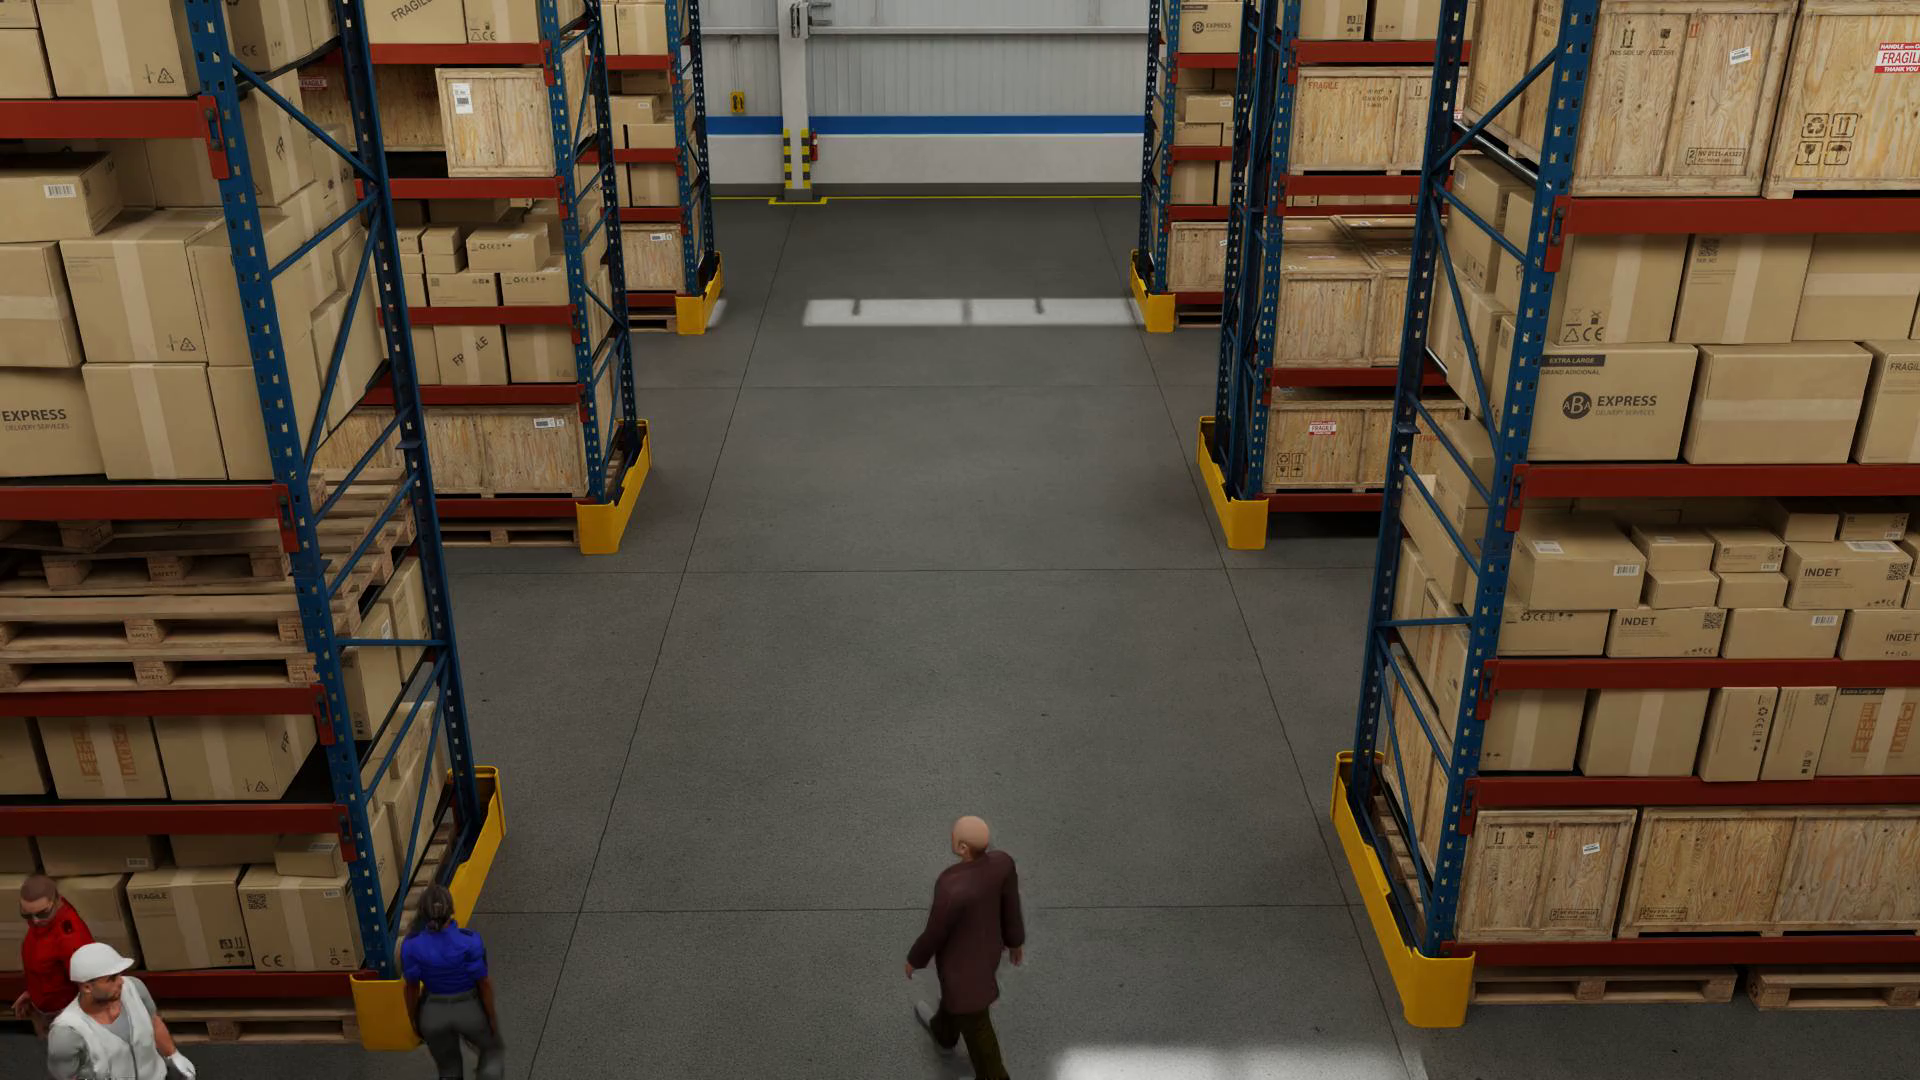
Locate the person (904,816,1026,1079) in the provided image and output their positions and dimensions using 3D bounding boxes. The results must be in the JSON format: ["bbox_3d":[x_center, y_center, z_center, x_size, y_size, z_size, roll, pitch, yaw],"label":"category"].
[{"bbox_3d":[-0.019,2.225,9.068,0.894,1.760,0.609,18,31,34],"label":"person"}]

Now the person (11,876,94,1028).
[{"bbox_3d":[-4.648,2.465,8.610,0.502,1.735,0.593,-16,29,-30],"label":"person"}]

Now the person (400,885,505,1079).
[{"bbox_3d":[-2.647,2.478,8.707,0.452,1.668,0.532,-3,25,-7],"label":"person"}]

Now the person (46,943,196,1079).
[{"bbox_3d":[-3.995,2.699,8.041,0.452,1.794,0.648,13,28,26],"label":"person"}]
